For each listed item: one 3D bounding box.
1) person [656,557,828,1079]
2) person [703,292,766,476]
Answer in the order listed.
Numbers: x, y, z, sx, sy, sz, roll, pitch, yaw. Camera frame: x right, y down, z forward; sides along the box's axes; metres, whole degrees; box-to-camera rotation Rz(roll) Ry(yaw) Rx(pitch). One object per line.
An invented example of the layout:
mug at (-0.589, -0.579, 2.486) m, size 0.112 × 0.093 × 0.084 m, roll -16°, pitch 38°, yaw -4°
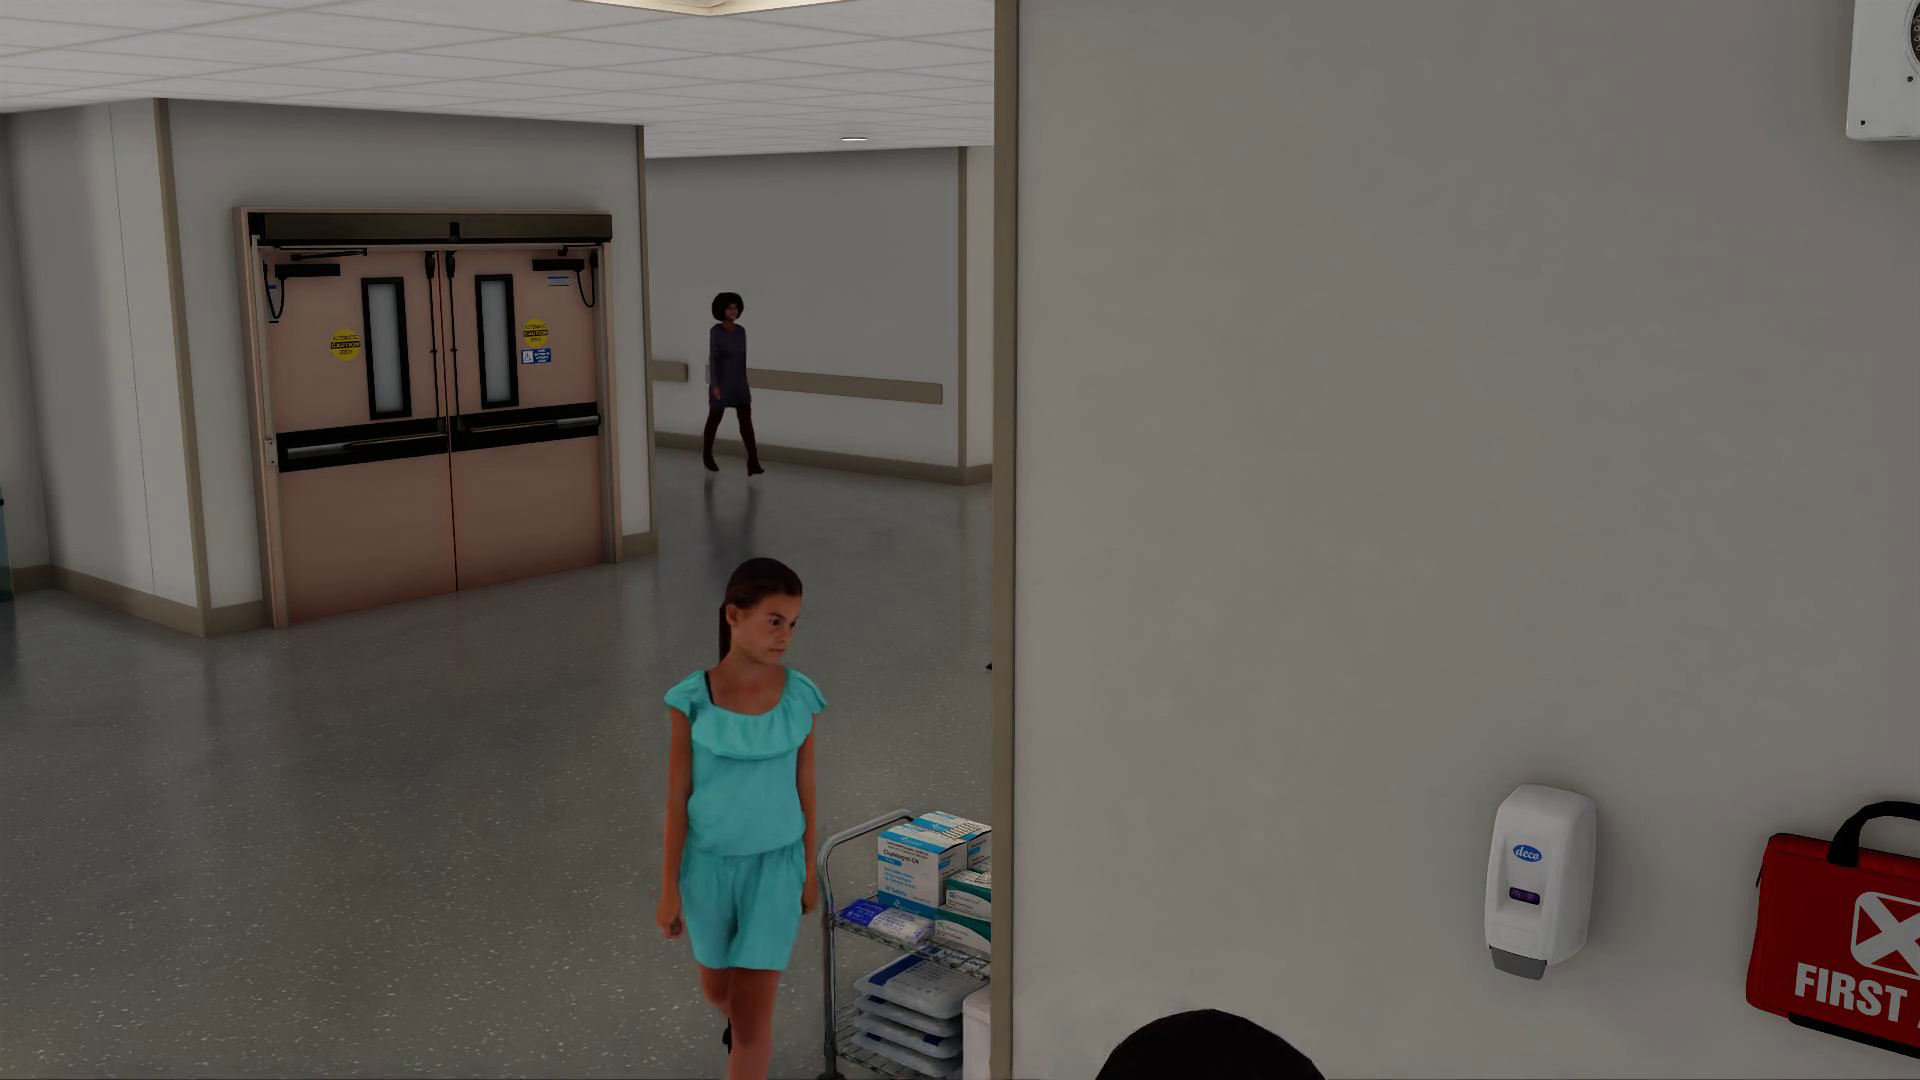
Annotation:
person at (-0.542, 0.802, 4.112) m, size 1.040 × 1.519 × 1.085 m, roll -1°, pitch 11°, yaw -5°
person at (-2.197, -1.412, 15.386) m, size 1.057 × 1.665 × 0.781 m, roll -9°, pitch 14°, yaw -40°
